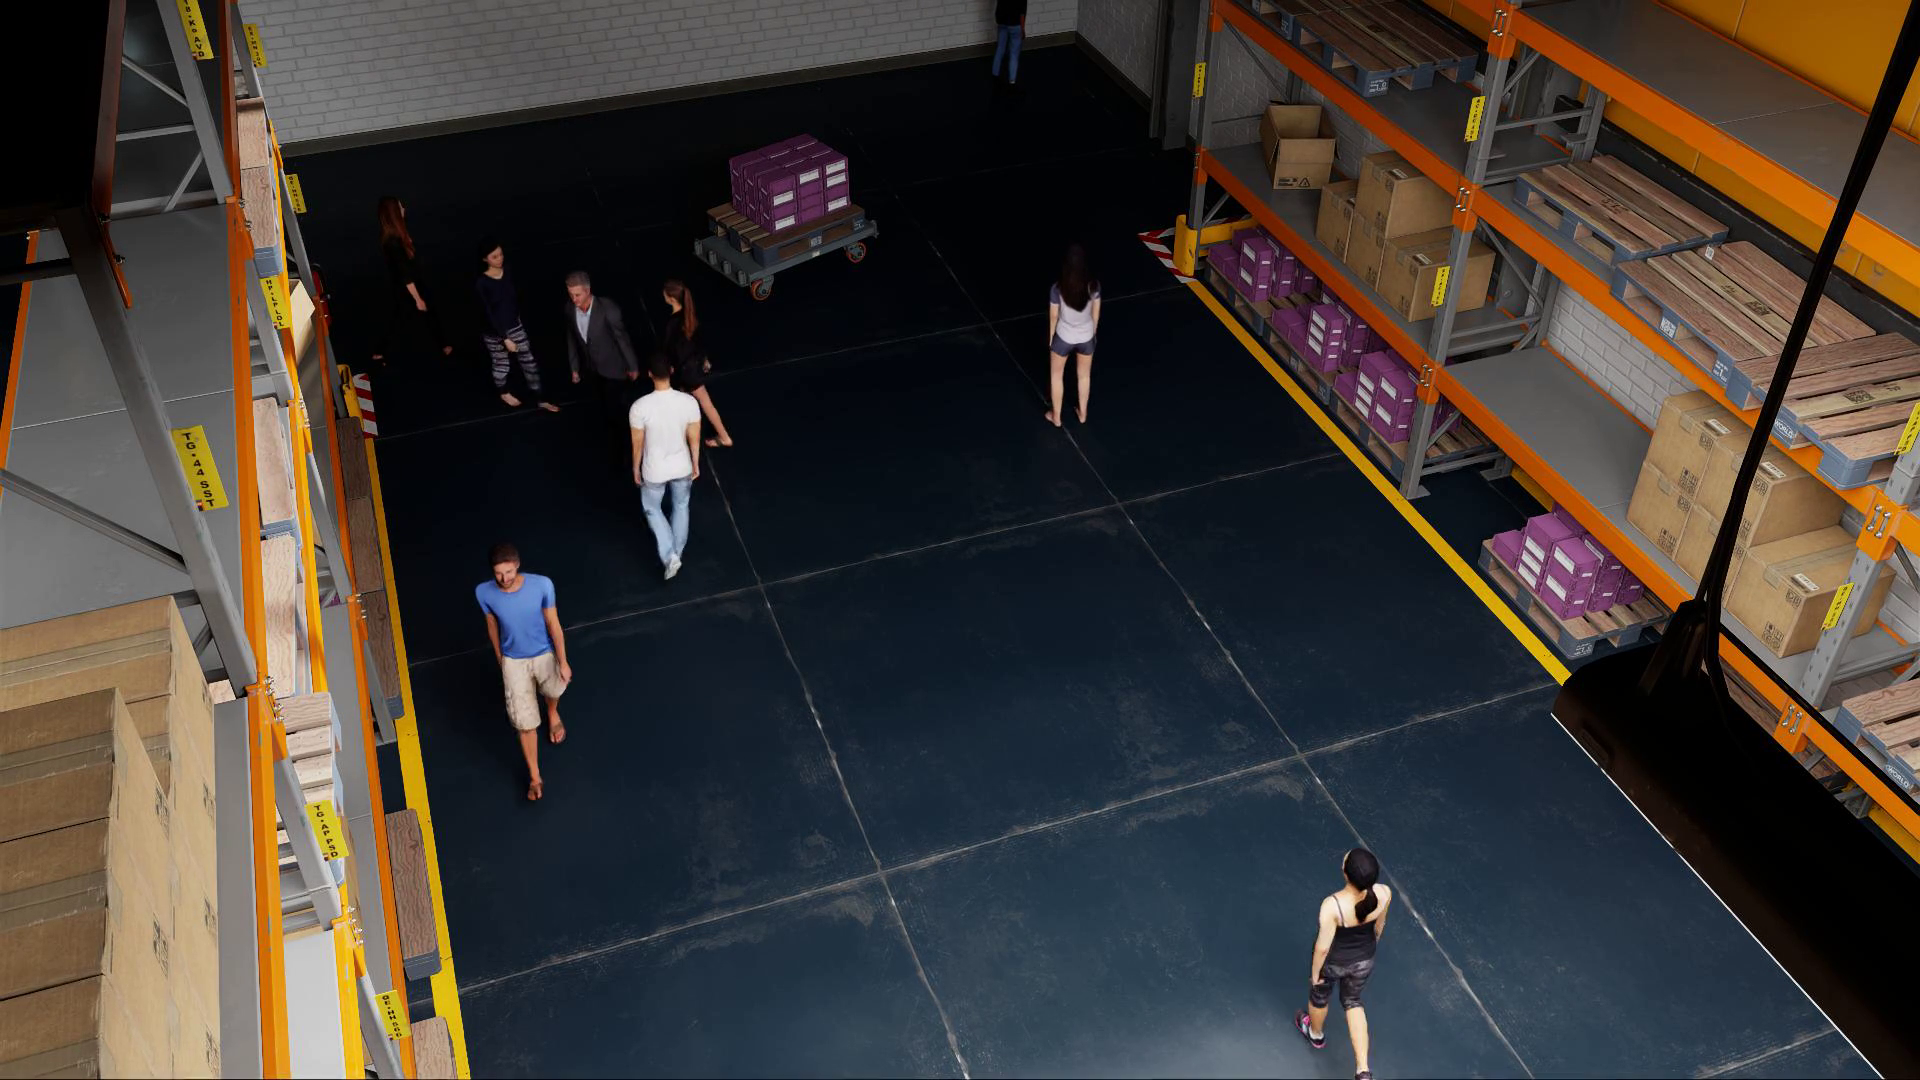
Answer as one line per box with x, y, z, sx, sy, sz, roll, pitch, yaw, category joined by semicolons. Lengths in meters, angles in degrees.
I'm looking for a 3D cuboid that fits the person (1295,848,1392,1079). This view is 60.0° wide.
2.094;2.315;8.891;0.642;1.710;0.975;-9;40;-11;person

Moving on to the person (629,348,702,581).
-2.154;-0.500;12.316;0.702;1.835;0.888;-16;41;-19;person

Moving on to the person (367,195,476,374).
-4.944;-2.187;14.555;0.768;1.677;1.118;-9;39;-11;person

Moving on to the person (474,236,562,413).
-3.947;-1.837;14.096;1.009;1.702;0.894;23;44;26;person

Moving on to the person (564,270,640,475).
-2.840;-1.457;13.531;0.862;1.813;0.937;16;41;19;person

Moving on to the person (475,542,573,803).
-2.804;0.683;10.843;0.714;1.824;1.169;-10;40;-12;person

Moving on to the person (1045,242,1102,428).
0.947;-1.714;13.939;0.612;1.707;0.555;-7;39;-9;person

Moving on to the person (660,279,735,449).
-2.170;-1.422;13.730;1.096;1.512;1.007;16;41;19;person

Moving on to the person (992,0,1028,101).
0.578;-5.972;19.283;0.729;1.691;0.621;-30;47;-32;person
